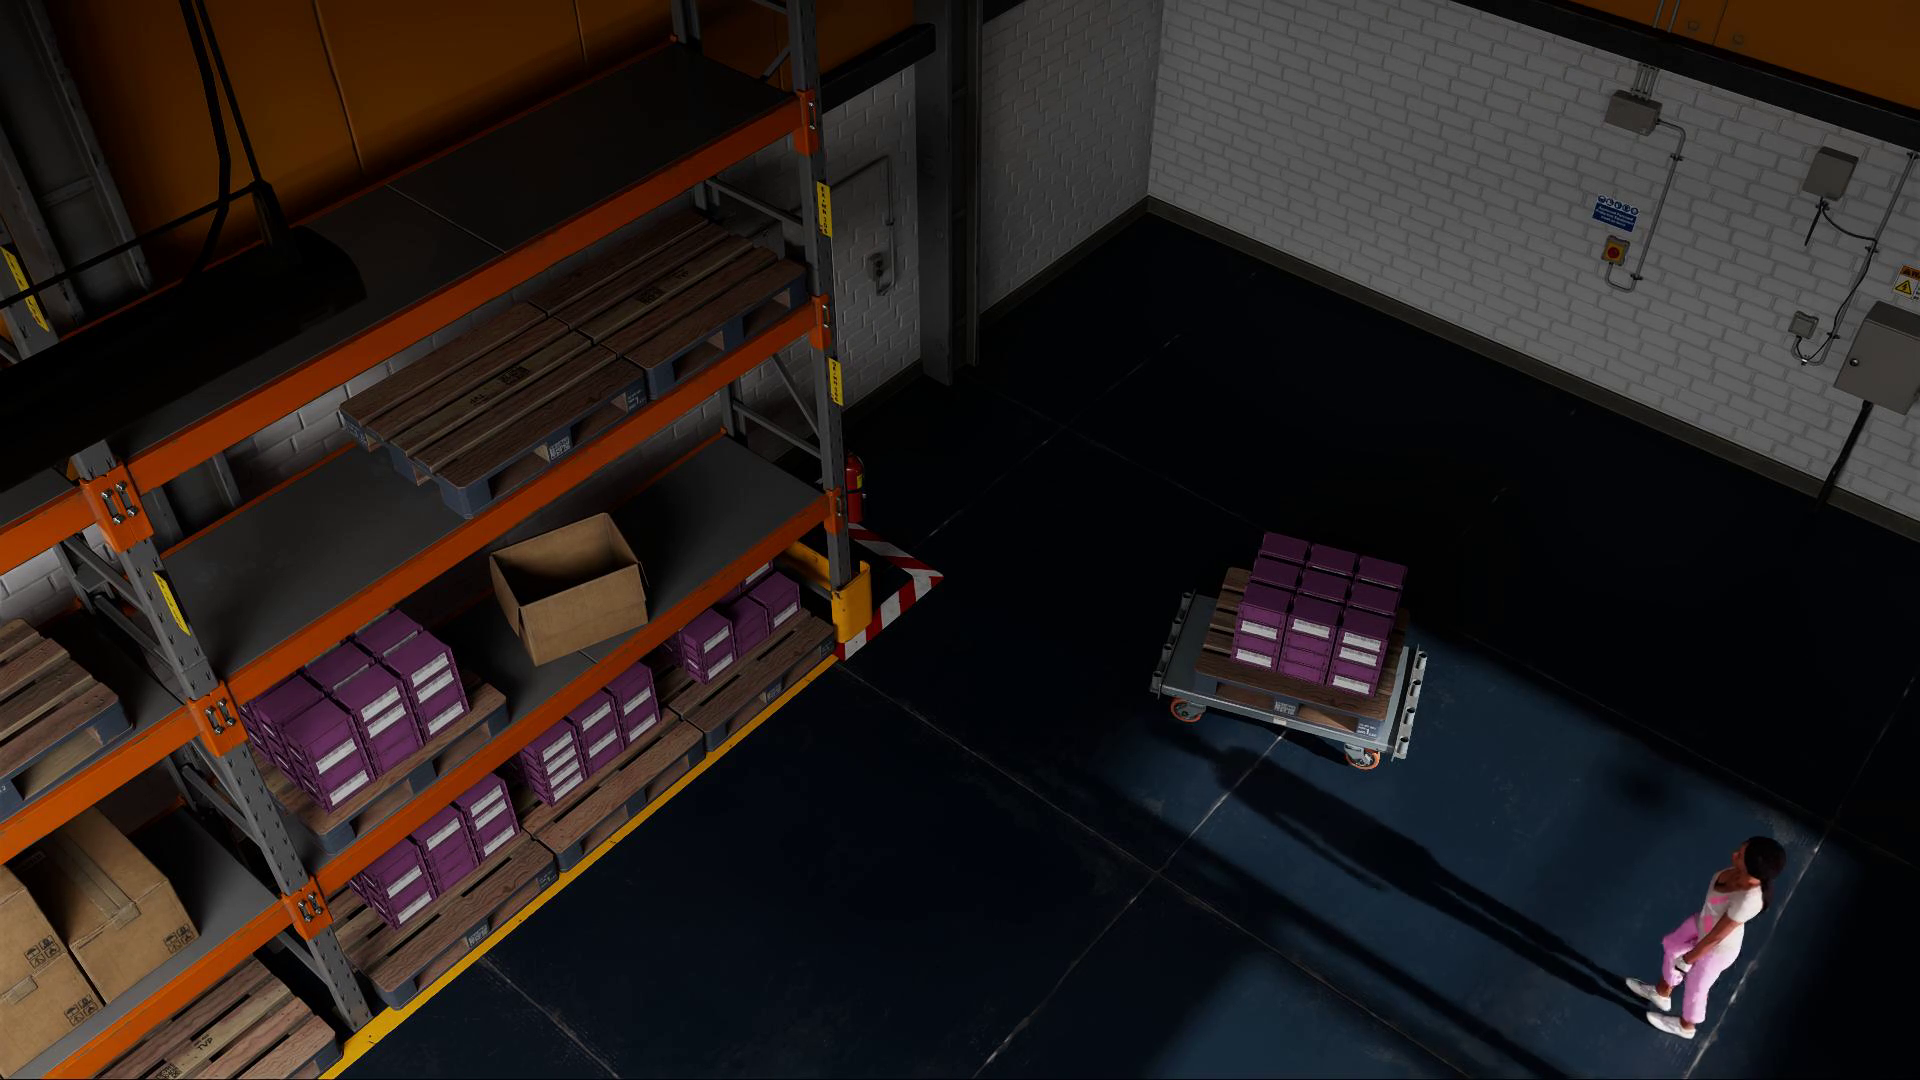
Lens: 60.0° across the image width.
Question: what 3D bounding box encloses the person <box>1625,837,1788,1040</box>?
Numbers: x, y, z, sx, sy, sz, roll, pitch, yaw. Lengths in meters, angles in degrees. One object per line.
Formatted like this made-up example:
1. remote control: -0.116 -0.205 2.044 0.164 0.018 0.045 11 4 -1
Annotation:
1. person: 4.028 2.128 8.701 0.709 1.733 0.622 25 49 24
